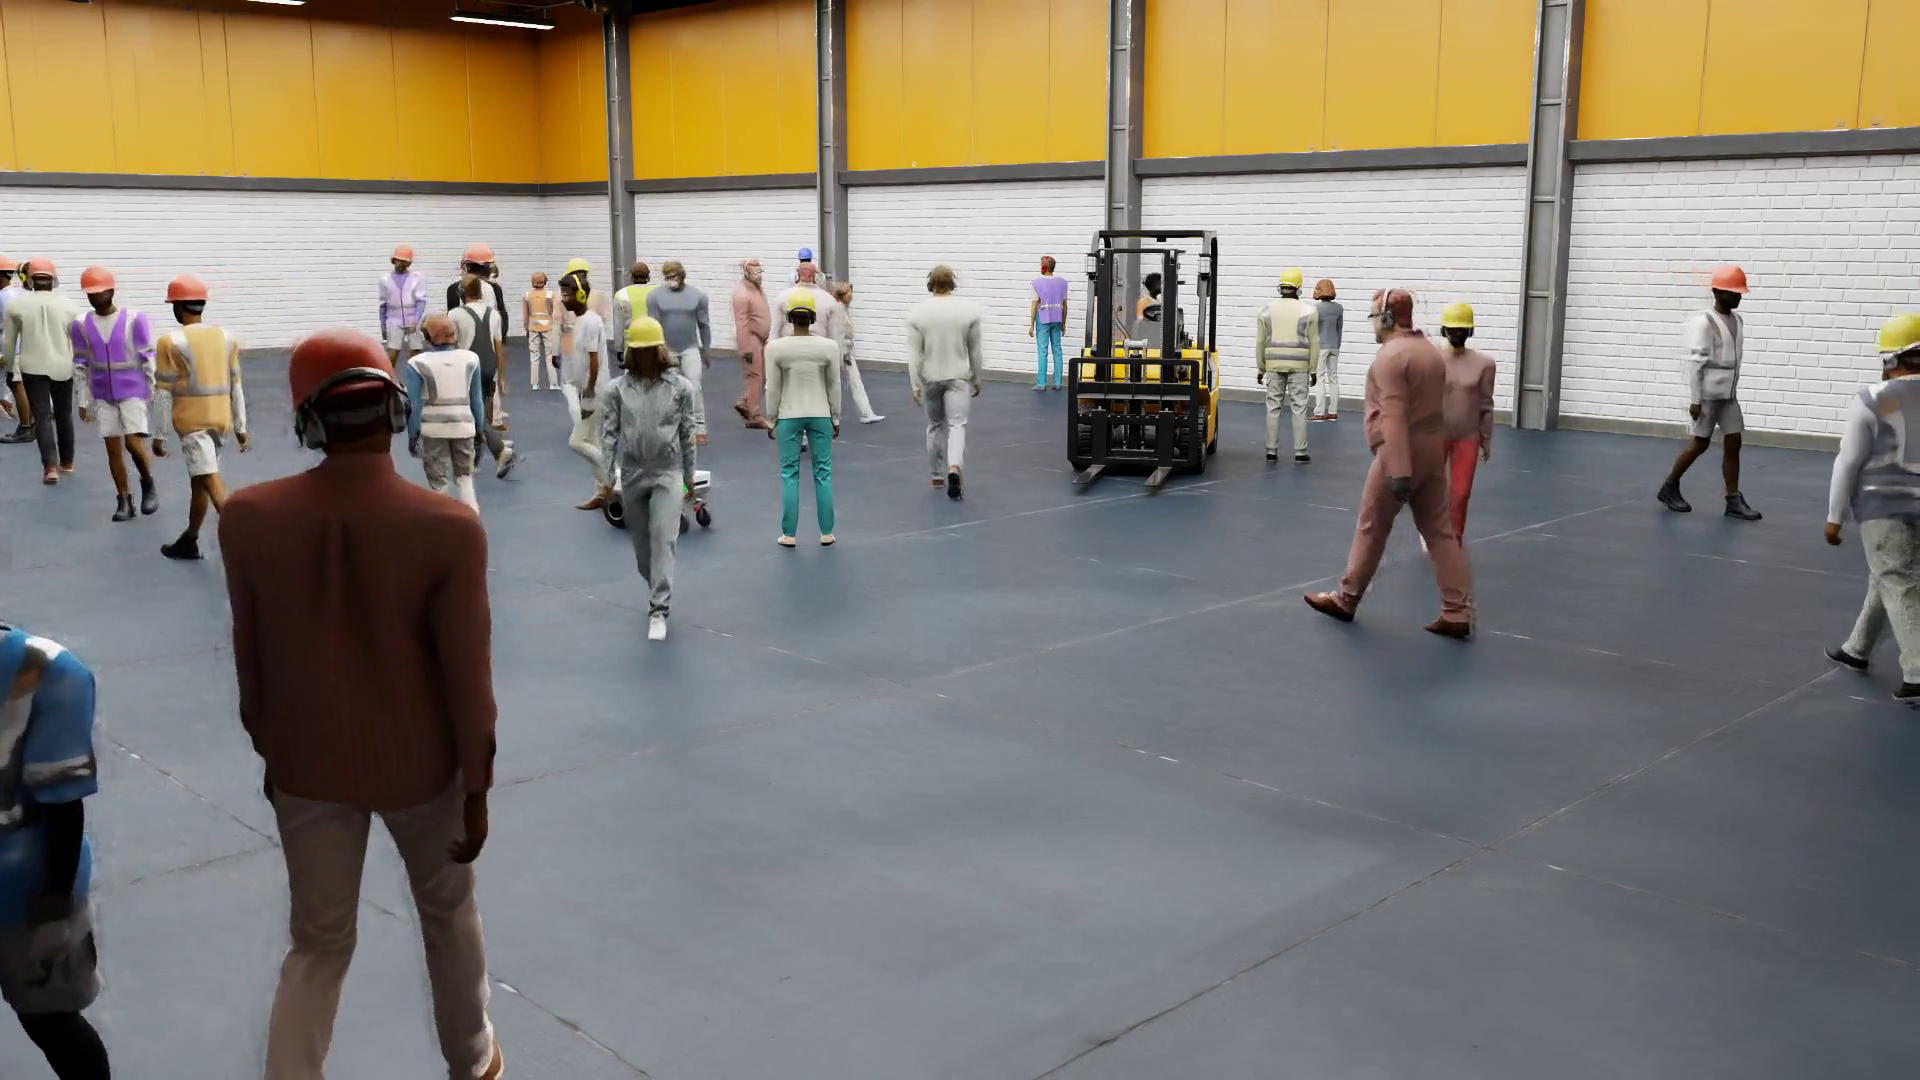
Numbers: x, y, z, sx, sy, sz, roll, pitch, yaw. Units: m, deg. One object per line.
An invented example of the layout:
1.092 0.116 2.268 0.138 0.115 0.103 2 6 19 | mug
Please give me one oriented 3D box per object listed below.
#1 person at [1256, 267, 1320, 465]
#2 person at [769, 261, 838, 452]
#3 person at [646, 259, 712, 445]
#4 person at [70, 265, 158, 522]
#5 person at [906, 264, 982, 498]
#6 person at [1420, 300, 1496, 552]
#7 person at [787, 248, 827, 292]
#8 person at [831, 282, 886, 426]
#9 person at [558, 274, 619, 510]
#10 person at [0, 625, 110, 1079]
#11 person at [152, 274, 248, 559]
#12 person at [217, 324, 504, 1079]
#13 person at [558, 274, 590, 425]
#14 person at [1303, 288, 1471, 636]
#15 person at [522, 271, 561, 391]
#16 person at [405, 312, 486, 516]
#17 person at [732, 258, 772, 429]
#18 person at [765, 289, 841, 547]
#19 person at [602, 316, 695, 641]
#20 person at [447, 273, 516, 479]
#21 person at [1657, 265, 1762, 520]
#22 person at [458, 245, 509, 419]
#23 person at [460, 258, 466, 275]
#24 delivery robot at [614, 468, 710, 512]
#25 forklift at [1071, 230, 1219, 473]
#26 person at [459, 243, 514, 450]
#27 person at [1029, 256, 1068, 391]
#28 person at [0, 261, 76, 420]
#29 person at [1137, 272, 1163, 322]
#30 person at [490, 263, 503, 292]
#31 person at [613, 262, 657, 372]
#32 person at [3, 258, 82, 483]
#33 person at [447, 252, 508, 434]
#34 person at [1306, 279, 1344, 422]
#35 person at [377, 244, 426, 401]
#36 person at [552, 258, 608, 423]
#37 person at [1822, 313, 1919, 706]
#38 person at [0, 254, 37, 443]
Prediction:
3.062 -1.616 15.526 0.596 1.831 0.403 5 11 24 | person
-1.533 -1.785 16.330 0.695 1.873 0.537 -2 11 -13 | person
-2.881 -1.936 17.096 0.661 1.901 0.681 -2 11 -8 | person
-6.282 -1.077 12.380 0.587 1.915 0.479 -1 10 -5 | person
-0.131 -1.308 13.662 0.624 1.914 0.922 0 10 2 | person
3.102 -0.660 10.587 0.546 1.745 0.684 2 11 9 | person
-2.267 -3.344 24.636 0.617 1.943 0.402 -4 11 -21 | person
-1.237 -2.051 18.529 0.819 1.604 0.521 3 11 16 | person
-2.802 -1.113 12.780 0.505 1.837 0.527 -4 11 -22 | person
-1.986 0.702 3.373 0.543 1.647 0.795 -1 10 -7 | person
-4.880 -0.757 10.702 0.983 1.892 0.560 5 12 27 | person
-1.325 0.503 3.690 0.609 1.949 0.912 -1 10 -5 | person
-4.258 -2.131 18.563 0.560 1.743 0.541 1 10 8 | person
2.350 -0.413 8.934 0.989 1.846 0.668 10 14 44 | person
-5.735 -2.859 22.826 0.513 1.641 0.307 1 10 4 | person
-3.414 -0.698 11.055 0.530 1.623 0.383 -7 13 -34 | person
-2.255 -2.148 18.294 0.439 1.881 0.661 3 11 13 | person
-1.074 -0.827 11.406 0.525 1.769 0.315 -2 11 -13 | person
-1.683 -0.369 9.066 0.494 1.707 0.836 0 10 -2 | person
-4.213 -1.439 14.660 0.854 1.814 0.533 9 14 40 | person
5.733 -1.124 12.638 0.559 1.912 0.804 -6 12 -30 | person
-5.486 -2.401 19.237 0.541 2.000 0.703 3 11 18 | person
-6.438 -2.781 21.853 0.797 1.840 0.504 6 12 30 | person
-2.184 -0.411 12.183 0.707 0.478 0.477 5 12 28 | delivery robot
1.804 -1.825 15.677 1.214 2.155 2.313 2 11 13 | forklift
-4.752 -1.926 16.626 0.357 2.047 0.615 -9 14 -40 | person
1.216 -2.957 22.793 0.564 1.848 0.389 -5 11 -25 | person
-10.774 -2.299 19.237 0.897 1.842 0.524 0 10 2 | person
2.314 -2.373 20.023 0.369 1.686 0.550 7 12 33 | person
-8.745 -4.397 31.288 0.537 1.604 0.404 7 13 35 | person
-3.470 -2.111 18.200 0.626 1.844 0.429 -3 11 -18 | person
-7.985 -1.486 14.546 0.623 1.946 1.041 -7 13 -34 | person
-5.162 -2.121 17.833 0.621 1.992 0.397 -1 10 -3 | person
4.178 -2.171 19.090 0.497 1.634 0.279 -6 12 -31 | person
-7.096 -2.738 21.162 0.609 2.008 0.547 -2 11 -11 | person
-3.948 -1.973 17.294 0.633 1.892 0.556 -7 12 -33 | person
4.356 -0.153 7.725 0.600 1.779 0.953 -1 10 -7 | person
-9.787 -1.963 17.125 0.361 1.939 0.542 -3 11 -17 | person
